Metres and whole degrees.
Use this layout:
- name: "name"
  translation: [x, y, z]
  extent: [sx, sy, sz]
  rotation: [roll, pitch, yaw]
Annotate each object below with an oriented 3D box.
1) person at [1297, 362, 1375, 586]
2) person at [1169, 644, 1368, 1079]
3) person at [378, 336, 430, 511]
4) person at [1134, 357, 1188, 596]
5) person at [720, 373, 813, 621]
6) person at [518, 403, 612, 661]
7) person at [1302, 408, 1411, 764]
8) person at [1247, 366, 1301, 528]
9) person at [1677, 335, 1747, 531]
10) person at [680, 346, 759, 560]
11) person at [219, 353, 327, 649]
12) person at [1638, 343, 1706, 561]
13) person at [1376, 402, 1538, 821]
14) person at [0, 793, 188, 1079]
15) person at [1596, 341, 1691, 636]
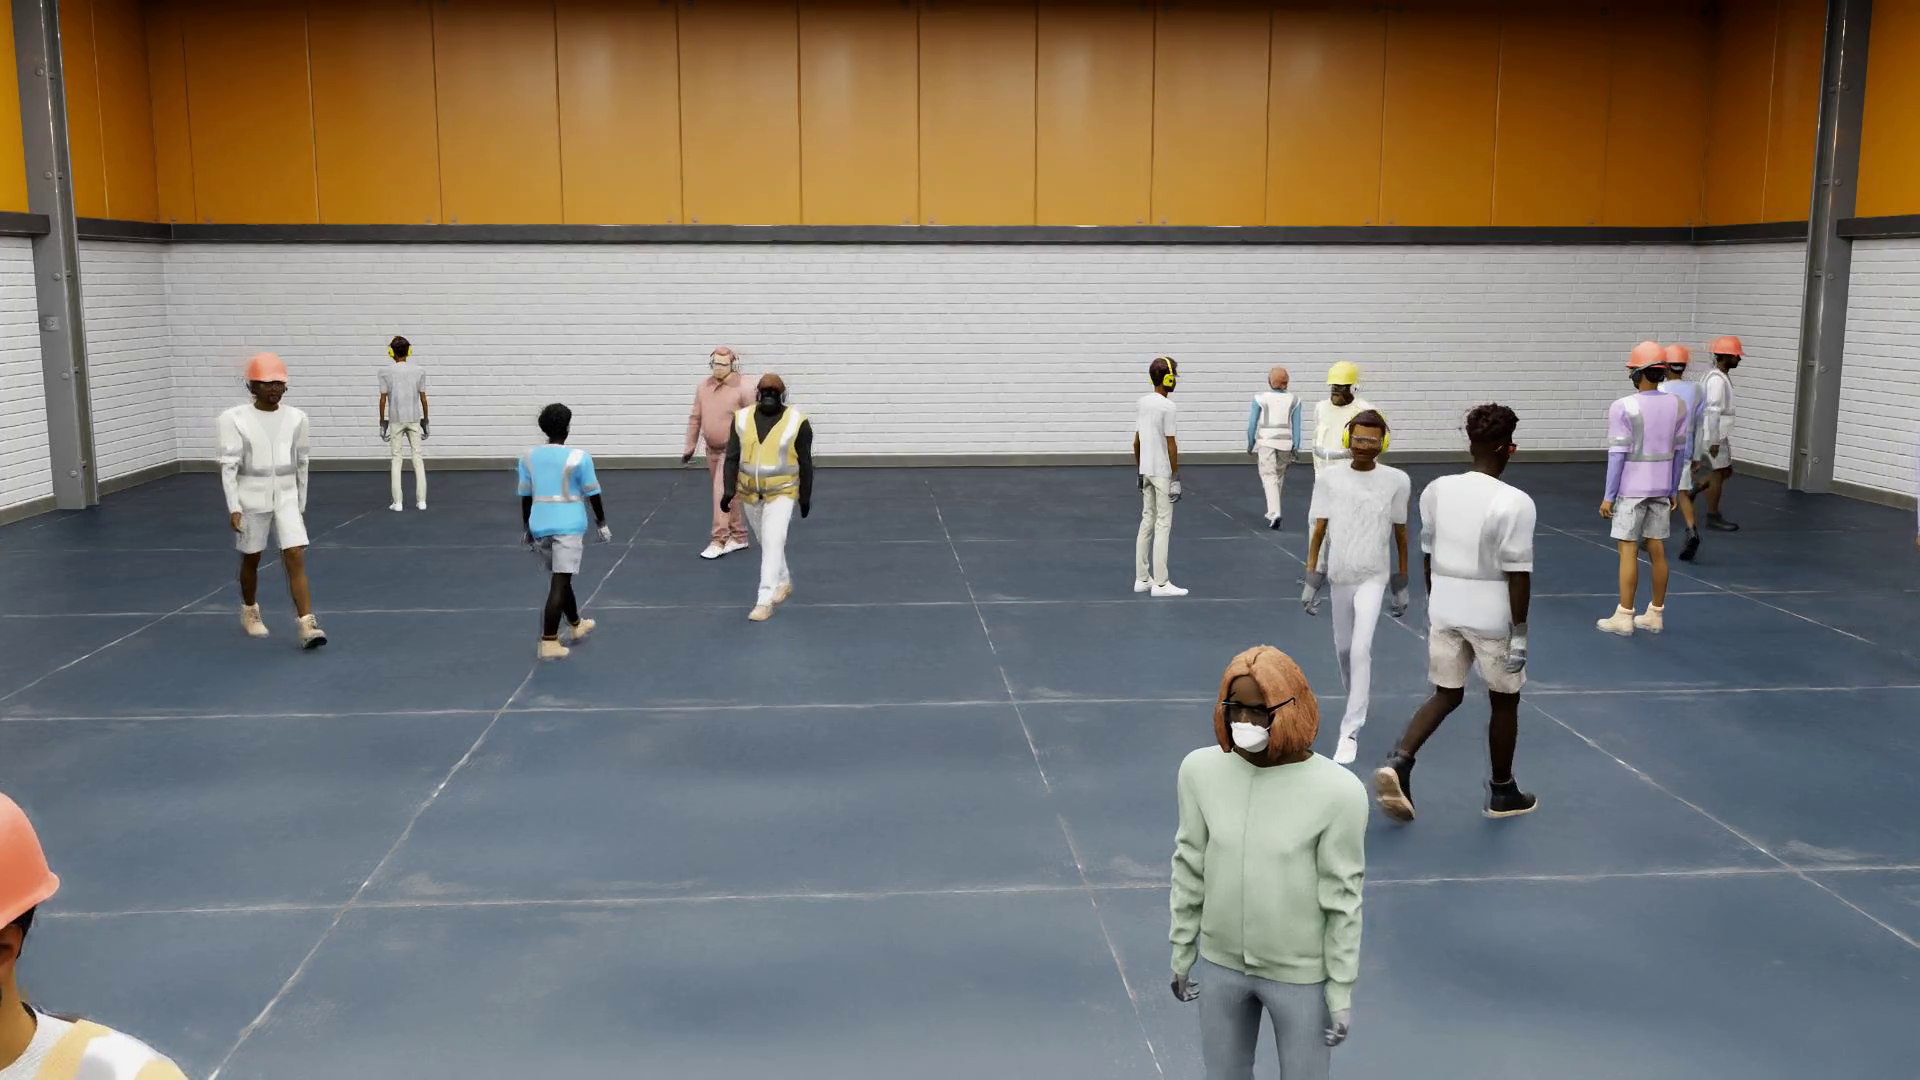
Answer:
- name: "person"
  translation: [2.982, -0.506, 13.243]
  extent: [0.616, 1.804, 0.743]
  rotation: [9, 13, 44]
- name: "person"
  translation: [0.734, 1.052, 4.049]
  extent: [0.497, 1.628, 0.270]
  rotation: [6, 11, 33]
- name: "person"
  translation: [-5.907, -1.235, 17.692]
  extent: [0.519, 1.862, 0.316]
  rotation: [-4, 10, -25]
- name: "person"
  translation: [1.564, -0.495, 13.013]
  extent: [0.313, 1.866, 0.539]
  rotation: [-5, 10, -27]
- name: "person"
  translation: [-1.405, -0.347, 12.385]
  extent: [0.617, 1.795, 0.992]
  rotation: [3, 9, 17]
- name: "person"
  translation: [-2.583, -0.075, 10.997]
  extent: [0.544, 1.657, 0.858]
  rotation: [4, 10, 22]
- name: "person"
  translation: [2.120, 0.198, 8.860]
  extent: [0.521, 1.819, 0.971]
  rotation: [4, 10, 23]
- name: "person"
  translation: [3.150, -0.932, 16.592]
  extent: [0.506, 1.599, 0.850]
  rotation: [-1, 9, -6]
- name: "person"
  translation: [7.361, -1.041, 16.267]
  extent: [0.533, 1.923, 0.577]
  rotation: [5, 10, 28]
- name: "person"
  translation: [-2.160, -0.771, 14.724]
  extent: [0.671, 1.866, 0.837]
  rotation: [7, 11, 38]
- name: "person"
  translation: [-4.647, -0.260, 11.196]
  extent: [0.623, 1.984, 1.097]
  rotation: [-7, 12, -39]
- name: "person"
  translation: [6.297, -0.777, 14.666]
  extent: [0.556, 1.909, 0.881]
  rotation: [0, 9, -1]
- name: "person"
  translation: [2.294, 0.342, 7.555]
  extent: [0.808, 1.940, 0.623]
  rotation: [-6, 11, -35]
- name: "person"
  translation: [-1.174, 1.222, 2.029]
  extent: [0.549, 1.935, 0.393]
  rotation: [2, 9, 10]
- name: "person"
  translation: [4.730, -0.353, 11.566]
  extent: [0.609, 2.043, 0.377]
  rotation: [-3, 9, -16]
